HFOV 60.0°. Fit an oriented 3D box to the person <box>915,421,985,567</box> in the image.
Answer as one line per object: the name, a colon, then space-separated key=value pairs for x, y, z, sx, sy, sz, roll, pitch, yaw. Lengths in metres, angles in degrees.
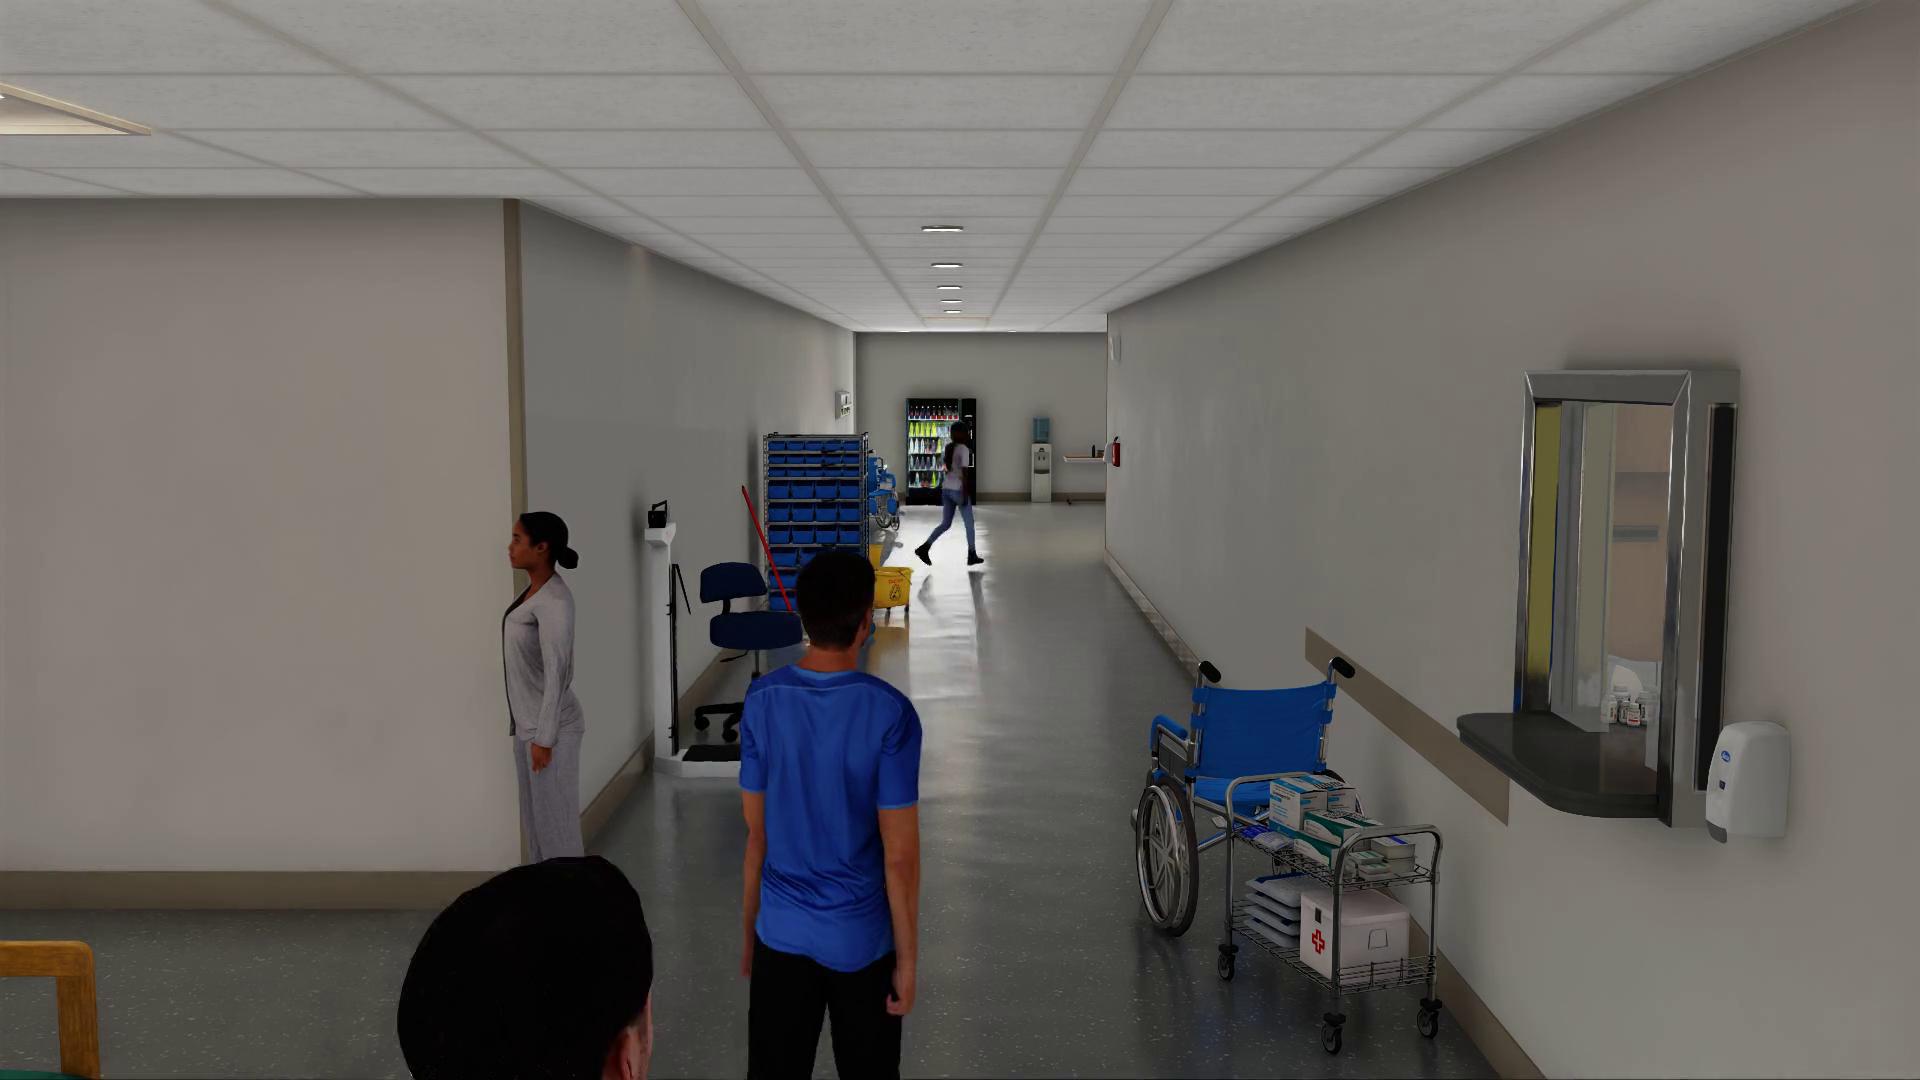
person: x=-0.136 y=-0.507 z=19.343 sx=1.199 sy=1.687 sz=1.041 roll=-4 pitch=7 yaw=-33

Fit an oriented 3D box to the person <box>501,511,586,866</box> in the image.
person: x=-1.659 y=0.743 z=6.670 sx=0.699 sy=1.737 sz=0.709 roll=-3 pitch=6 yaw=-27

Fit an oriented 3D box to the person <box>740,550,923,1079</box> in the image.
person: x=-0.347 y=0.972 z=3.860 sx=1.141 sy=1.843 sz=0.856 roll=1 pitch=6 yaw=14
